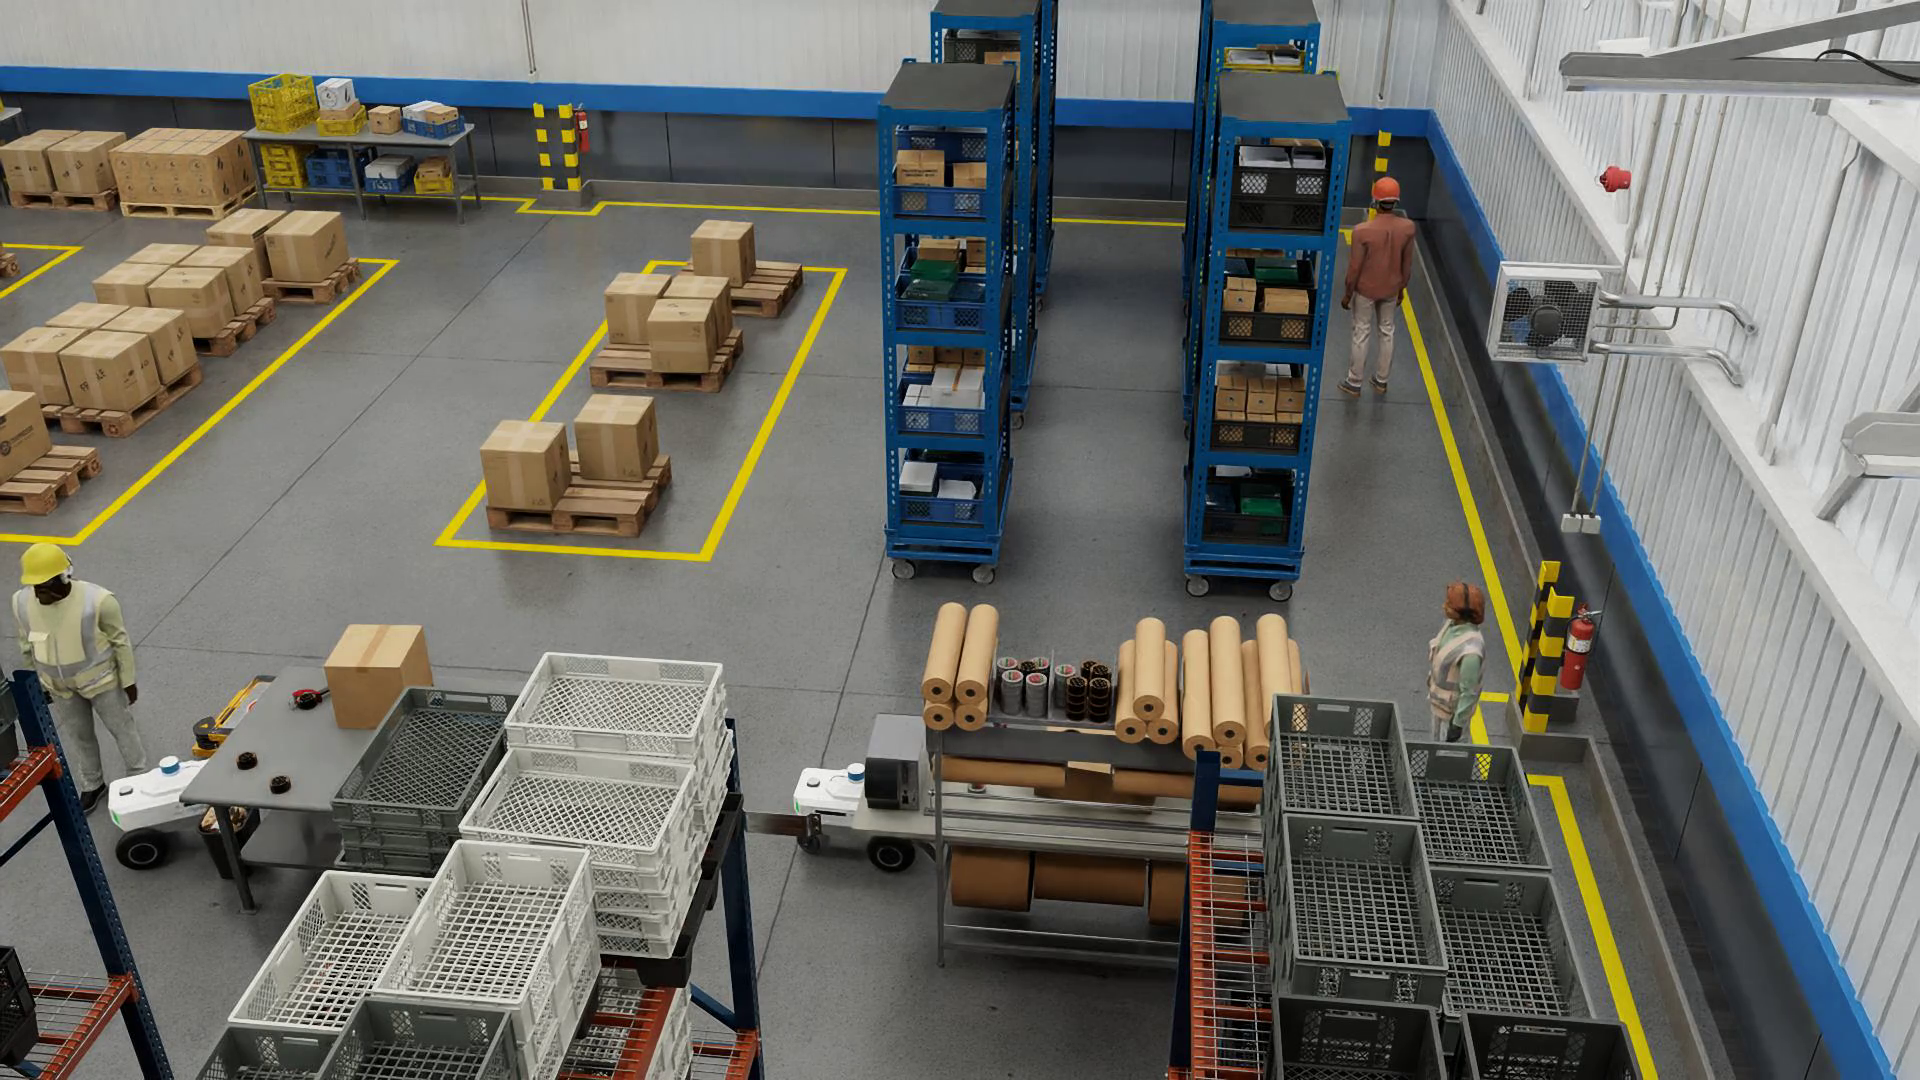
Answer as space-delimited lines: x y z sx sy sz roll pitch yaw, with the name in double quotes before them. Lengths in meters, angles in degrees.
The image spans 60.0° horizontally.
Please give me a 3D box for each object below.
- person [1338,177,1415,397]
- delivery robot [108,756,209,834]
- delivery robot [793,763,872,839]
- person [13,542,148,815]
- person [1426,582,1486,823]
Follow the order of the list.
"person" 3.689 -2.246 14.803 0.612 1.994 0.395 -7 31 -12
"delivery robot" -4.565 1.484 9.720 0.707 0.478 0.477 -11 31 -19
"delivery robot" -0.598 1.518 9.669 0.707 0.478 0.477 4 31 7
"person" -5.124 0.808 9.715 0.592 1.834 0.404 -2 30 -3
"person" 2.846 0.955 9.656 0.311 1.636 0.523 1 30 2
